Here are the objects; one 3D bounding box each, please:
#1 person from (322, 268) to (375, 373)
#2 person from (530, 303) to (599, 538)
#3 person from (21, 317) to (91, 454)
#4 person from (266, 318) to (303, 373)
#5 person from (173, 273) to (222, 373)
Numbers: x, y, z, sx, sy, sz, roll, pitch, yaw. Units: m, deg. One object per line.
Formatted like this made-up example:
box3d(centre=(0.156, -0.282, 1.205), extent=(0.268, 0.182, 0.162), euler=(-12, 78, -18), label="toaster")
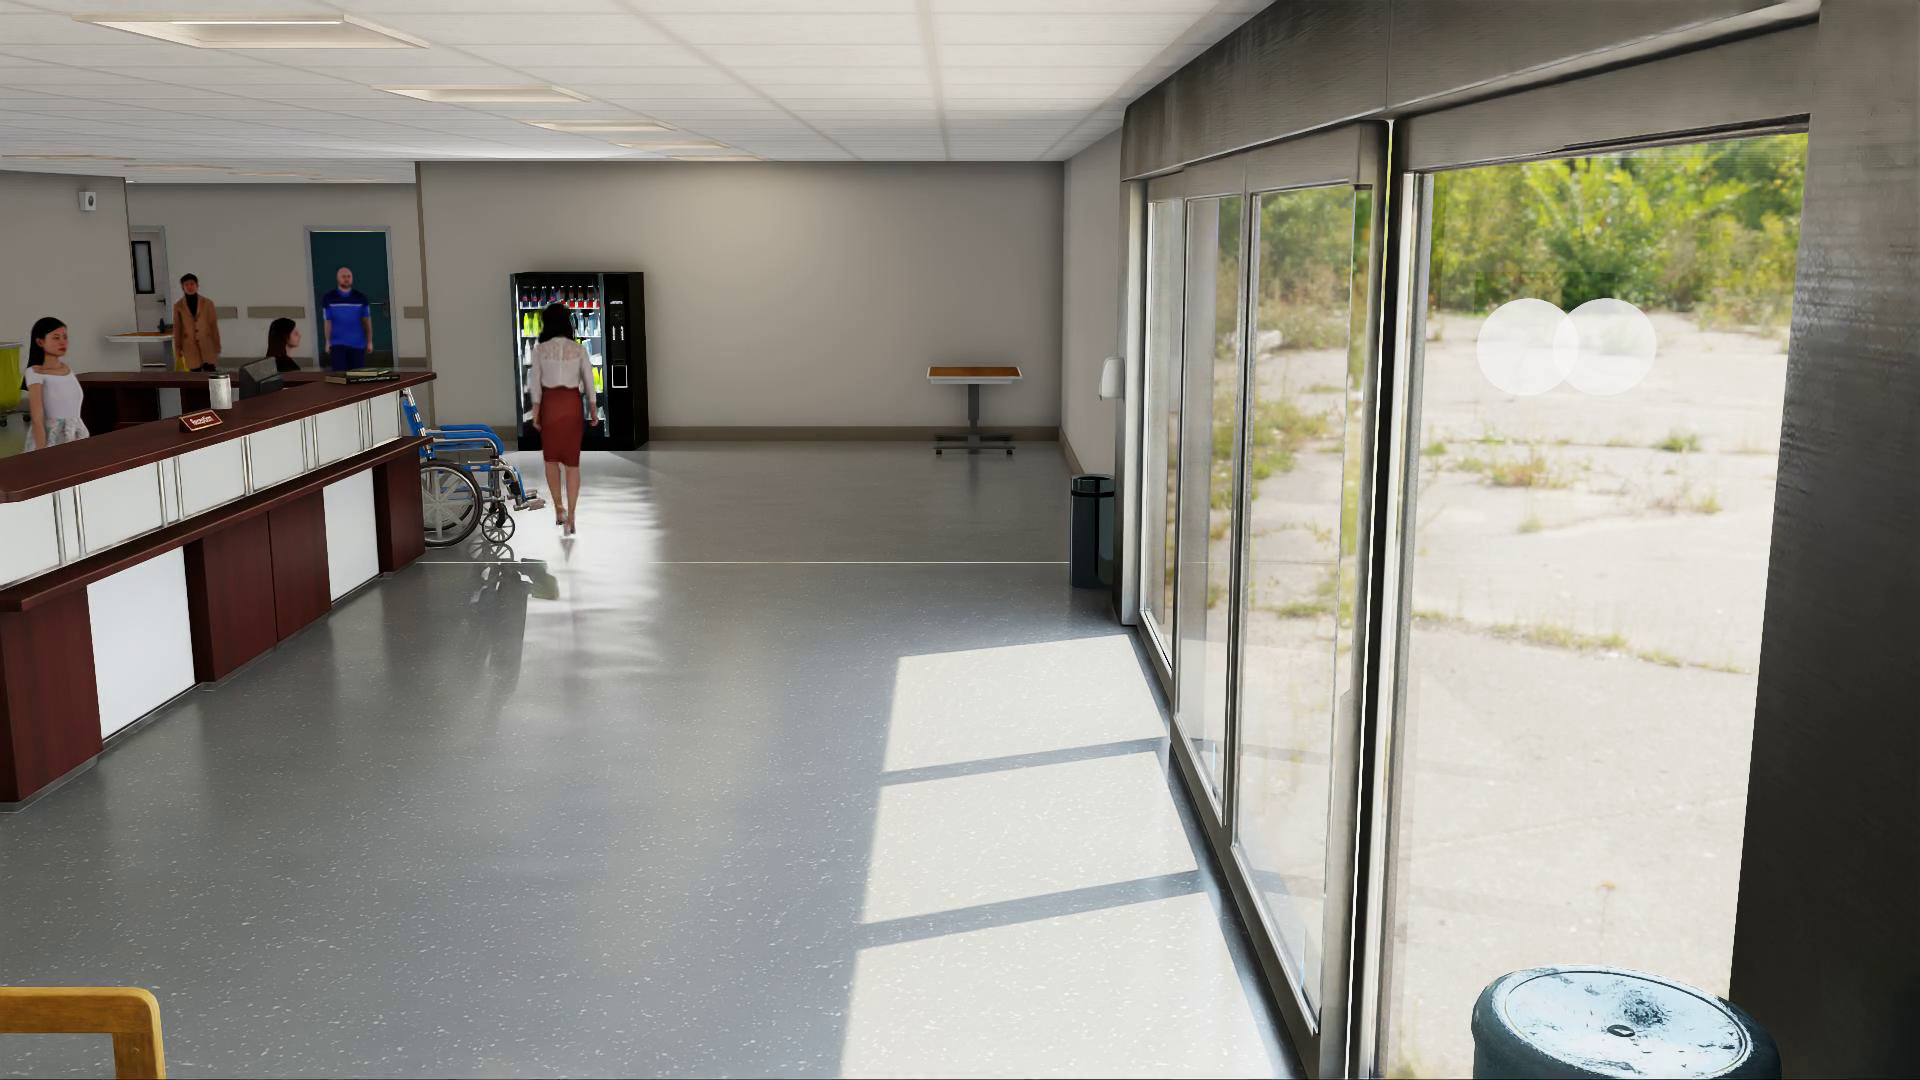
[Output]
box3d(centre=(-7.300, -2.312, 19.804), extent=(1.048, 1.810, 1.007), euler=(-5, 12, -26), label="person")
box3d(centre=(-2.979, -0.878, 12.456), extent=(0.725, 1.732, 0.814), euler=(-2, 11, -13), label="person")
box3d(centre=(-5.538, -0.477, 10.232), extent=(0.646, 1.774, 0.659), euler=(1, 11, 5), label="person")
box3d(centre=(-5.239, -0.854, 12.693), extent=(1.175, 1.597, 0.934), euler=(-5, 12, -26), label="person")
box3d(centre=(-9.389, -2.425, 20.535), extent=(0.749, 1.718, 0.832), euler=(-3, 11, -16), label="person")
